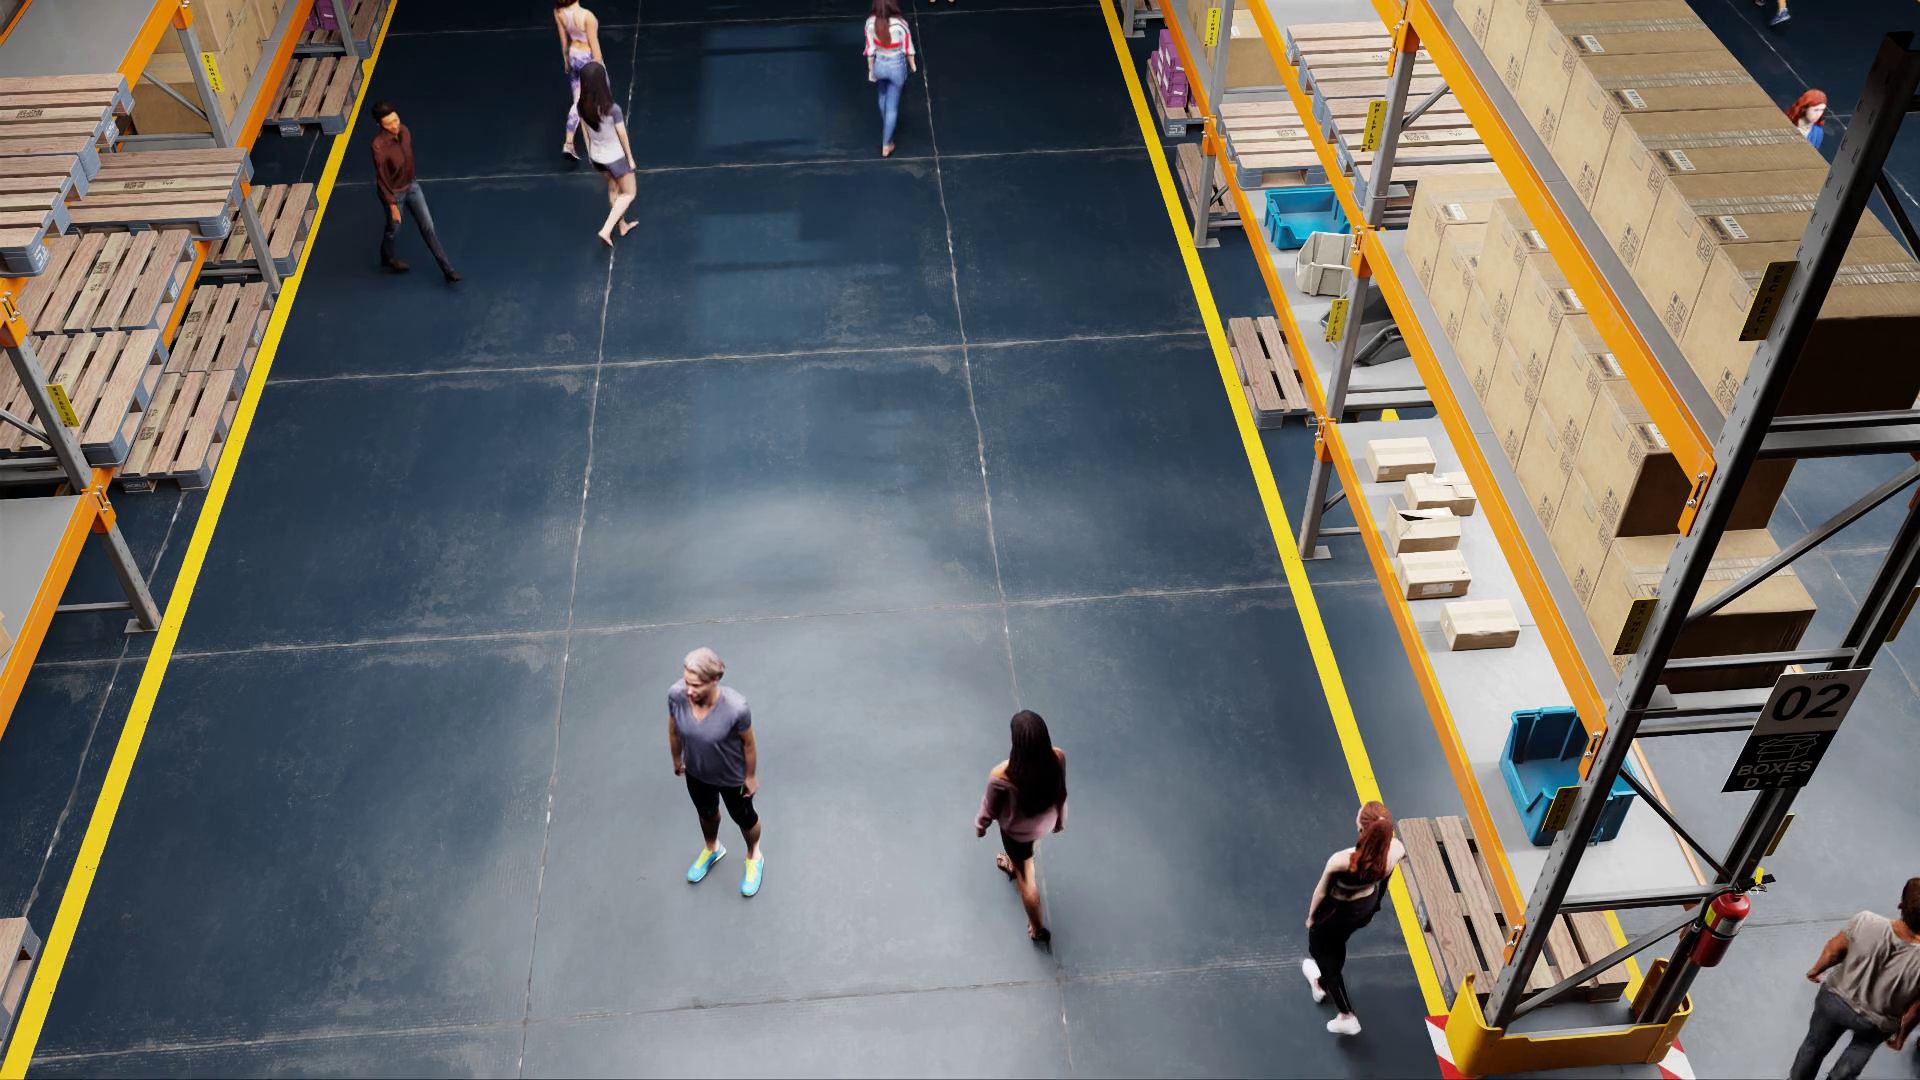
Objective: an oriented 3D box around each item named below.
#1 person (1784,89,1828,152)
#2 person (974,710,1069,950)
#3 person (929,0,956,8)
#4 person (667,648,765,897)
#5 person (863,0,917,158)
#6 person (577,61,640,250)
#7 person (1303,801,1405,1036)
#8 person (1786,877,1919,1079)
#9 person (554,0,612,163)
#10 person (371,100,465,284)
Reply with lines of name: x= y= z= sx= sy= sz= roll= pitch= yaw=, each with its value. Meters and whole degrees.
person: x=6.764 y=-2.957 z=13.881 sx=0.630 sy=1.817 sz=0.716 roll=-3 pitch=44 yaw=-3
person: x=0.397 y=1.636 z=9.088 sx=0.857 sy=1.778 sz=1.027 roll=-18 pitch=47 yaw=-18
person: x=-0.186 y=-6.550 z=17.704 sx=0.617 sy=1.746 sz=0.579 roll=0 pitch=44 yaw=0
person: x=-1.365 y=1.292 z=9.370 sx=0.750 sy=1.887 sz=0.711 roll=12 pitch=45 yaw=12
person: x=-0.680 y=-4.333 z=15.490 sx=0.790 sy=1.589 sz=0.952 roll=13 pitch=45 yaw=13
person: x=-3.054 y=-3.270 z=14.299 sx=0.856 sy=1.693 sz=0.972 roll=18 pitch=47 yaw=18
person: x=2.060 y=2.021 z=8.719 sx=0.689 sy=1.730 sz=0.897 roll=-11 pitch=45 yaw=-11
person: x=4.446 y=2.354 z=8.255 sx=0.766 sy=1.887 sz=0.824 roll=29 pitch=51 yaw=27
person: x=-3.504 y=-4.326 z=15.373 sx=0.893 sy=1.741 sz=1.204 roll=13 pitch=45 yaw=13
person: x=-4.753 y=-2.913 z=13.913 sx=1.123 sy=1.708 sz=1.199 roll=15 pitch=46 yaw=15
